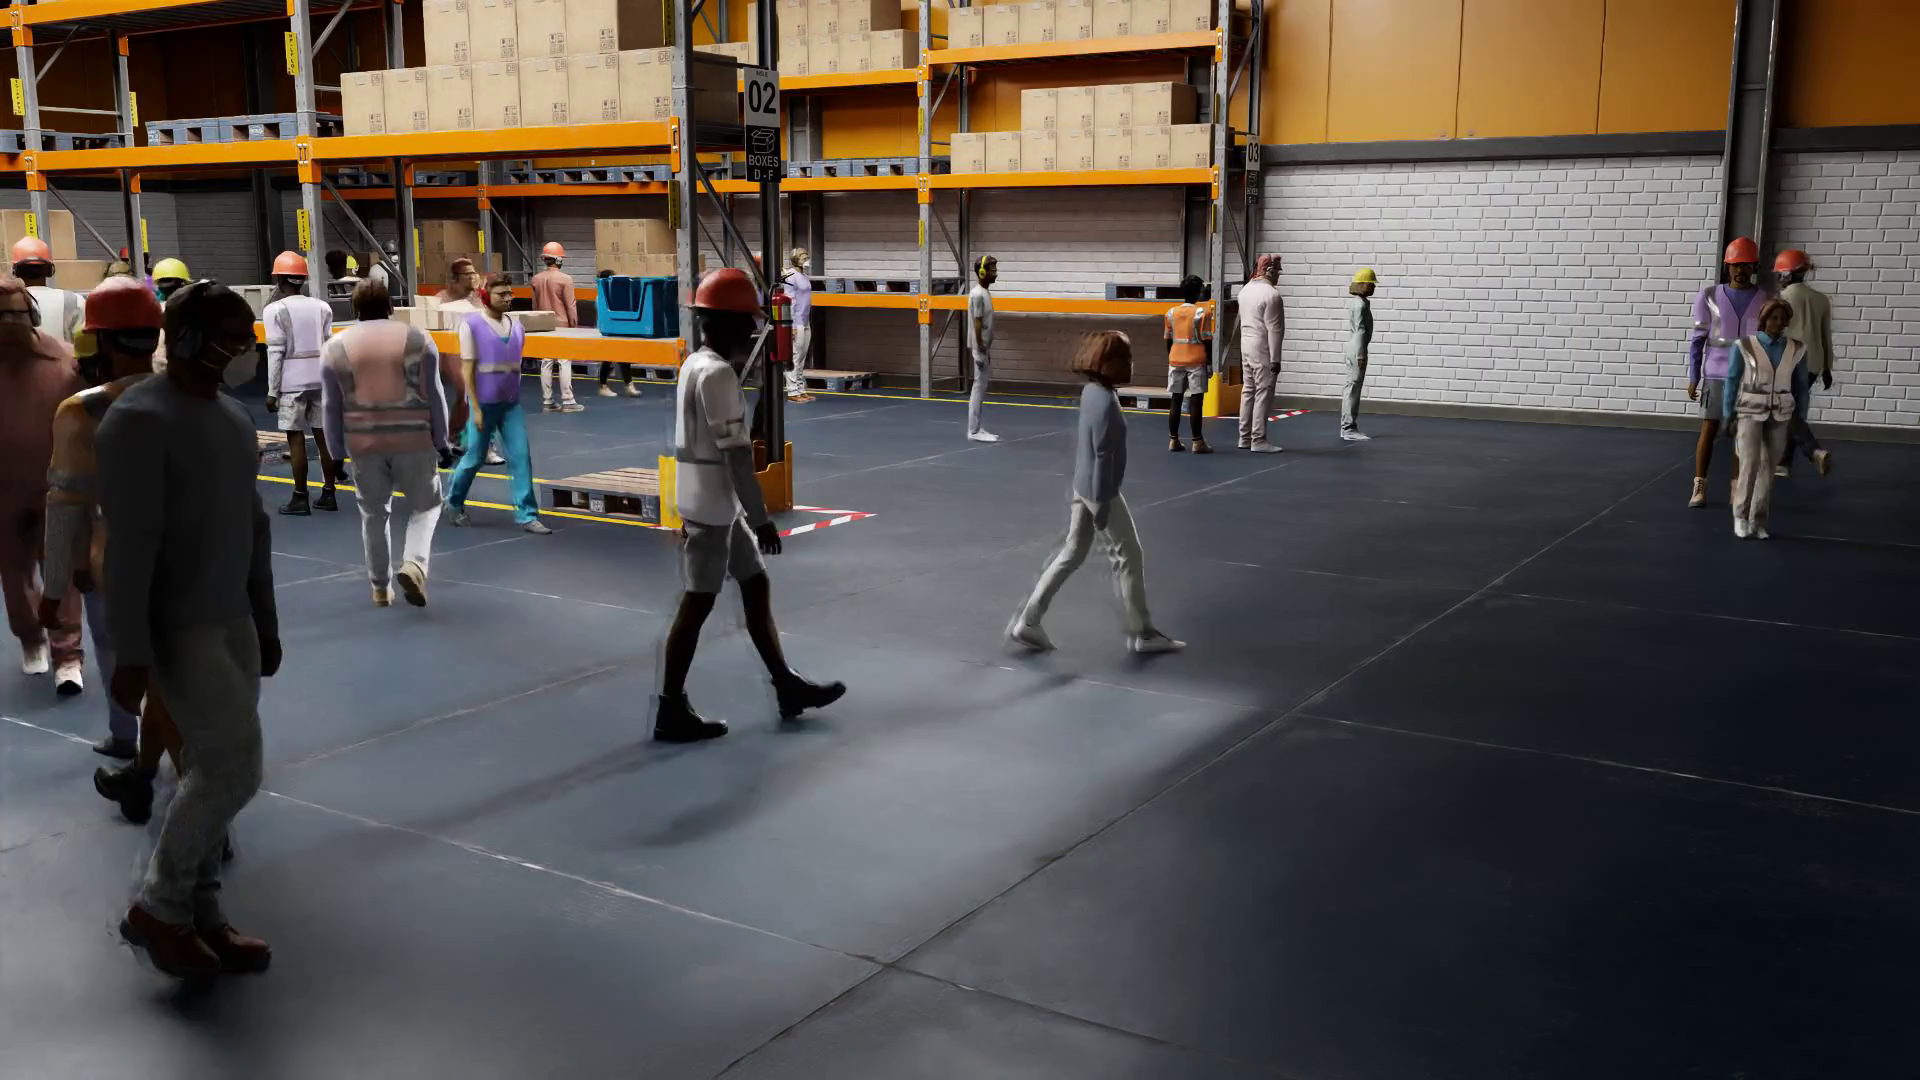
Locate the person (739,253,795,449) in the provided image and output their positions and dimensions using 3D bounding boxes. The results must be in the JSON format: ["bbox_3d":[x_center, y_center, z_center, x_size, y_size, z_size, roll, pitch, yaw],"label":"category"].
[{"bbox_3d":[-1.824,-1.755,15.689,0.450,1.921,0.562,6,12,32],"label":"person"}]

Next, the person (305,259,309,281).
[{"bbox_3d":[-8.272,-2.702,21.304,0.810,1.784,0.590,7,13,35],"label":"person"}]

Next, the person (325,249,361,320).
[{"bbox_3d":[-6.743,-2.278,18.574,0.886,1.931,0.633,9,13,40],"label":"person"}]

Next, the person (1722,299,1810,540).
[{"bbox_3d":[5.428,-0.799,11.181,0.538,1.623,0.433,1,10,3],"label":"person"}]

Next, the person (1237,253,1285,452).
[{"bbox_3d":[2.903,-1.780,15.904,0.403,1.897,0.653,-4,11,-19],"label":"person"}]

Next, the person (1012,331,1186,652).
[{"bbox_3d":[0.658,-0.227,8.124,0.841,1.593,0.514,-2,10,-9],"label":"person"}]

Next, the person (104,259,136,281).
[{"bbox_3d":[-6.875,-1.344,13.564,1.052,1.883,0.673,4,11,23],"label":"person"}]

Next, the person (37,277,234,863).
[{"bbox_3d":[-2.749,0.092,5.512,0.939,1.892,0.567,6,12,32],"label":"person"}]

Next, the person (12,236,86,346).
[{"bbox_3d":[-6.233,-1.033,11.338,0.607,2.048,0.365,-7,13,-35],"label":"person"}]

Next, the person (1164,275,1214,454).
[{"bbox_3d":[2.186,-1.669,15.831,0.534,1.698,0.318,9,13,40],"label":"person"}]

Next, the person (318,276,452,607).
[{"bbox_3d":[-3.116,-0.511,9.049,0.668,1.827,0.636,-2,10,-11],"label":"person"}]

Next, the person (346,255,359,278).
[{"bbox_3d":[-7.975,-2.809,21.789,0.587,1.828,0.404,5,11,26],"label":"person"}]

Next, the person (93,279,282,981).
[{"bbox_3d":[-2.062,0.255,4.558,0.441,1.916,0.652,1,10,3],"label":"person"}]

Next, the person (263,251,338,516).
[{"bbox_3d":[-4.875,-1.147,12.266,0.361,1.939,0.543,7,12,34],"label":"person"}]

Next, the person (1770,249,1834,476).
[{"bbox_3d":[7.092,-1.460,13.980,0.661,1.954,0.814,-3,11,-17],"label":"person"}]

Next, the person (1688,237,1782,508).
[{"bbox_3d":[5.809,-1.240,12.495,0.615,2.040,0.391,3,11,18],"label":"person"}]

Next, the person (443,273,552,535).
[{"bbox_3d":[-3.266,-0.947,11.541,0.918,1.811,0.570,7,12,34],"label":"person"}]

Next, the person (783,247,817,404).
[{"bbox_3d":[-2.004,-2.669,20.701,0.365,1.939,0.636,2,10,12],"label":"person"}]

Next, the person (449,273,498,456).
[{"bbox_3d":[-4.547,-1.641,15.583,0.550,1.728,0.802,-1,10,-5],"label":"person"}]

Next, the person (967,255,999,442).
[{"bbox_3d":[0.232,-1.920,16.747,0.309,1.868,0.532,1,10,7],"label":"person"}]

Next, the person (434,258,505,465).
[{"bbox_3d":[-4.510,-1.632,15.194,1.006,1.867,0.656,7,12,35],"label":"person"}]

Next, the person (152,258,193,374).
[{"bbox_3d":[-5.471,-0.998,11.580,0.612,1.889,0.606,6,12,30],"label":"person"}]

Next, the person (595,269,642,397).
[{"bbox_3d":[-4.398,-2.629,21.265,0.696,1.646,0.587,5,12,27],"label":"person"}]

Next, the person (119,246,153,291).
[{"bbox_3d":[-11.189,-2.994,22.506,0.552,1.935,0.373,-6,12,-30],"label":"person"}]

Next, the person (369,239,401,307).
[{"bbox_3d":[-8.237,-3.367,24.286,0.538,2.000,0.689,5,11,24],"label":"person"}]

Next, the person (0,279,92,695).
[{"bbox_3d":[-4.201,-0.235,7.480,0.655,1.847,1.013,-6,12,-30],"label":"person"}]

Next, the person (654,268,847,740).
[{"bbox_3d":[-0.854,-0.135,6.758,0.894,1.902,0.561,-2,10,-11],"label":"person"}]

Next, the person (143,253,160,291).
[{"bbox_3d":[-12.344,-3.456,25.344,0.619,1.858,0.848,2,10,10],"label":"person"}]

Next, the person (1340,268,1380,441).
[{"bbox_3d":[4.072,-1.886,16.907,0.321,1.742,0.492,1,10,8],"label":"person"}]

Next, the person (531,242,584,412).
[{"bbox_3d":[-4.756,-2.501,19.612,0.612,1.997,0.375,5,11,25],"label":"person"}]

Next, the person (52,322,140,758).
[{"bbox_3d":[-3.130,0.020,6.362,0.665,1.748,0.521,6,12,32],"label":"person"}]
